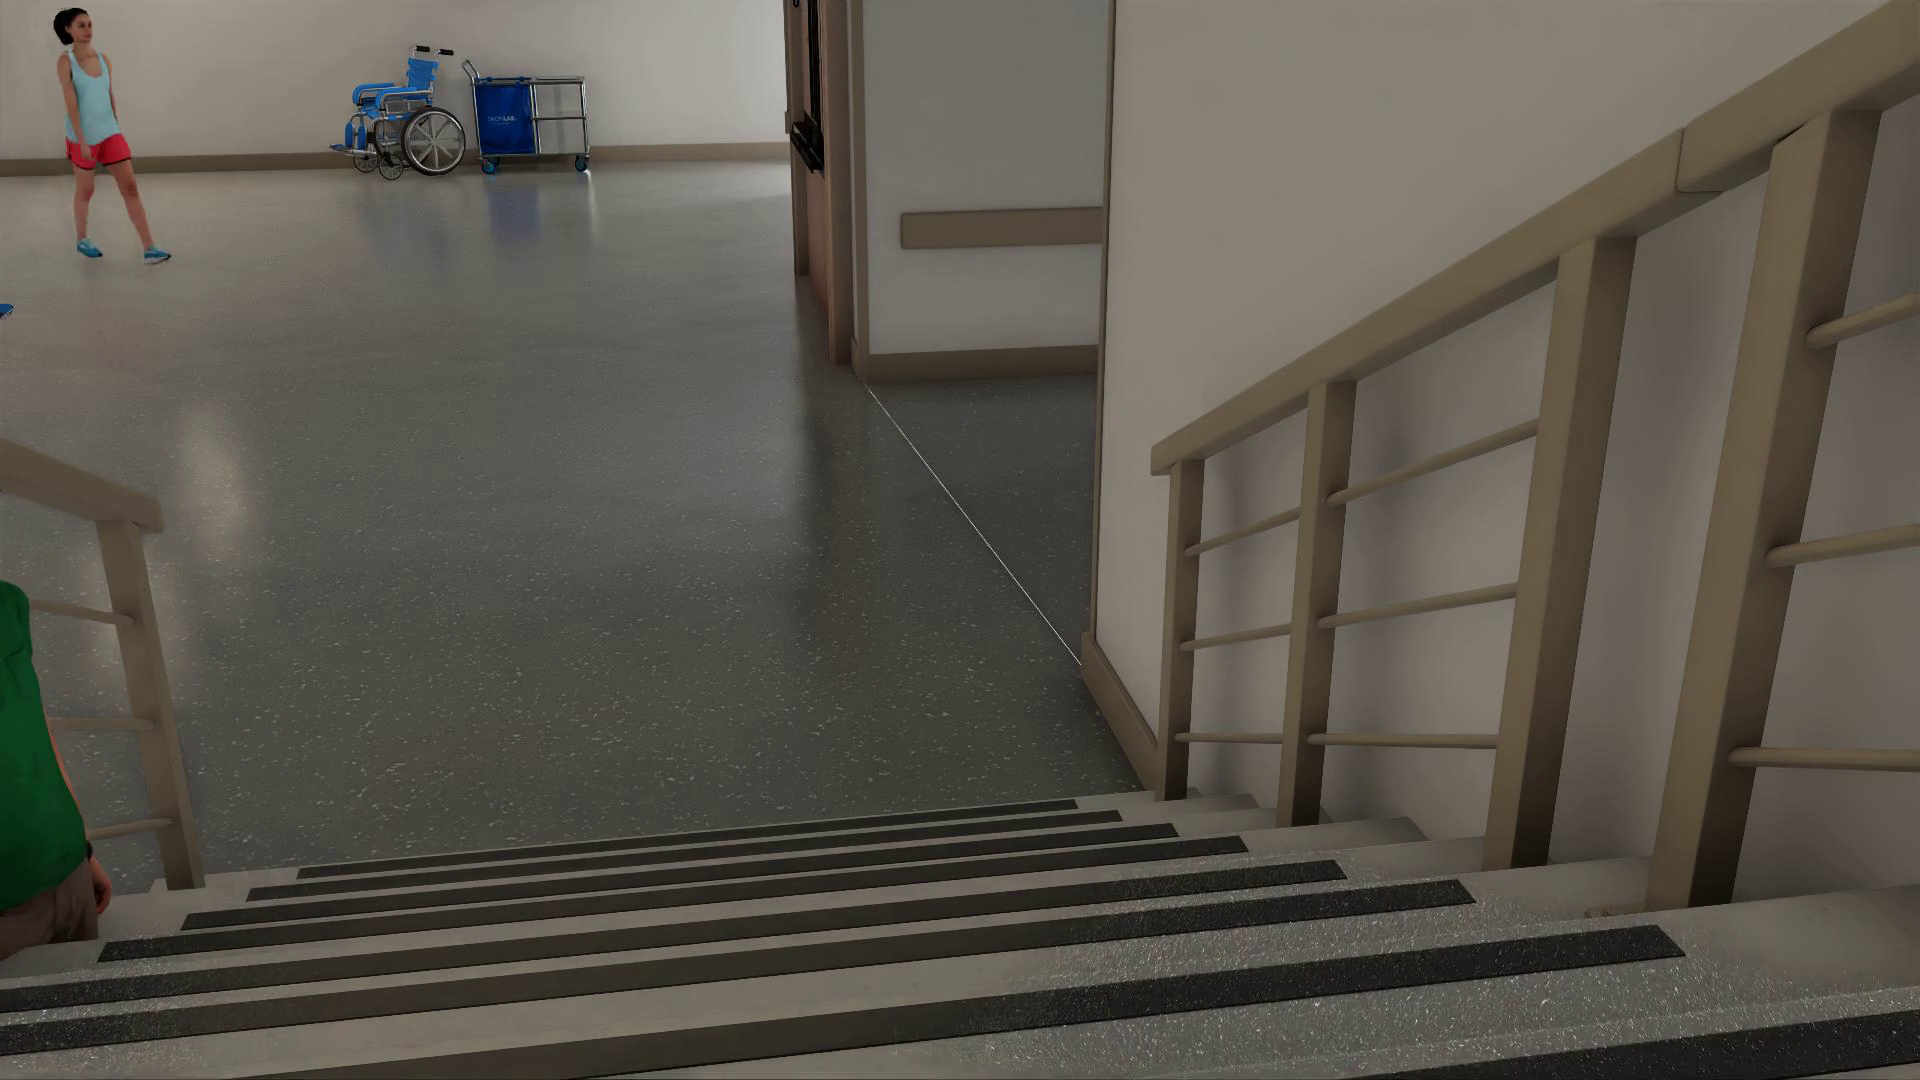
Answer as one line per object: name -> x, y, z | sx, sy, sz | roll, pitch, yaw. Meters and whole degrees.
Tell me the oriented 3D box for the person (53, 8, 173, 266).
person -> -6.047, -2.738, 11.519 | 1.181, 1.711, 1.174 | 12, 24, 28
